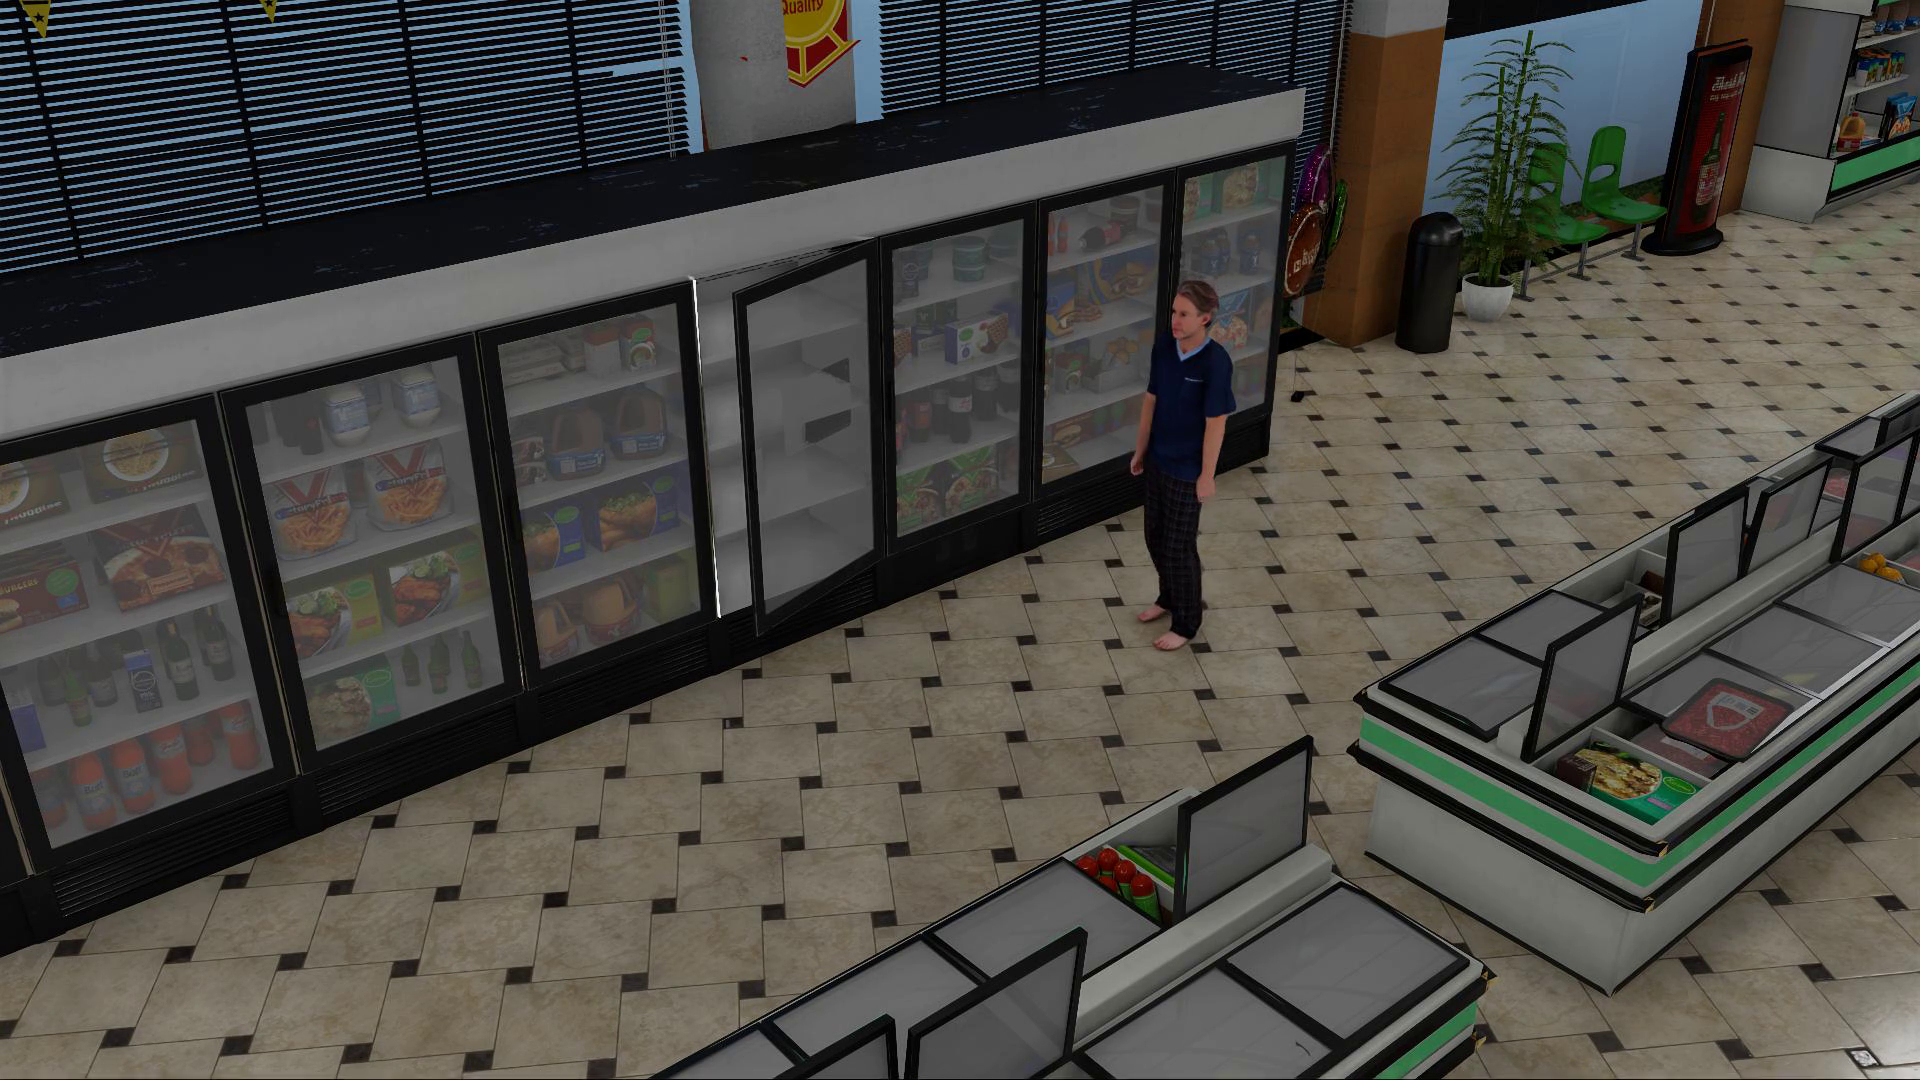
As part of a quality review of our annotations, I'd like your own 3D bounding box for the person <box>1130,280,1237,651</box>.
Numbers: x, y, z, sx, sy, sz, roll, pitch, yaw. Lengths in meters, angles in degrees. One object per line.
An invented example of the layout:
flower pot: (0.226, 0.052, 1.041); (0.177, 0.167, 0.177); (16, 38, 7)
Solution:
person: (1.091, -0.395, 8.182); (0.633, 1.867, 0.698); (-17, 31, -30)
